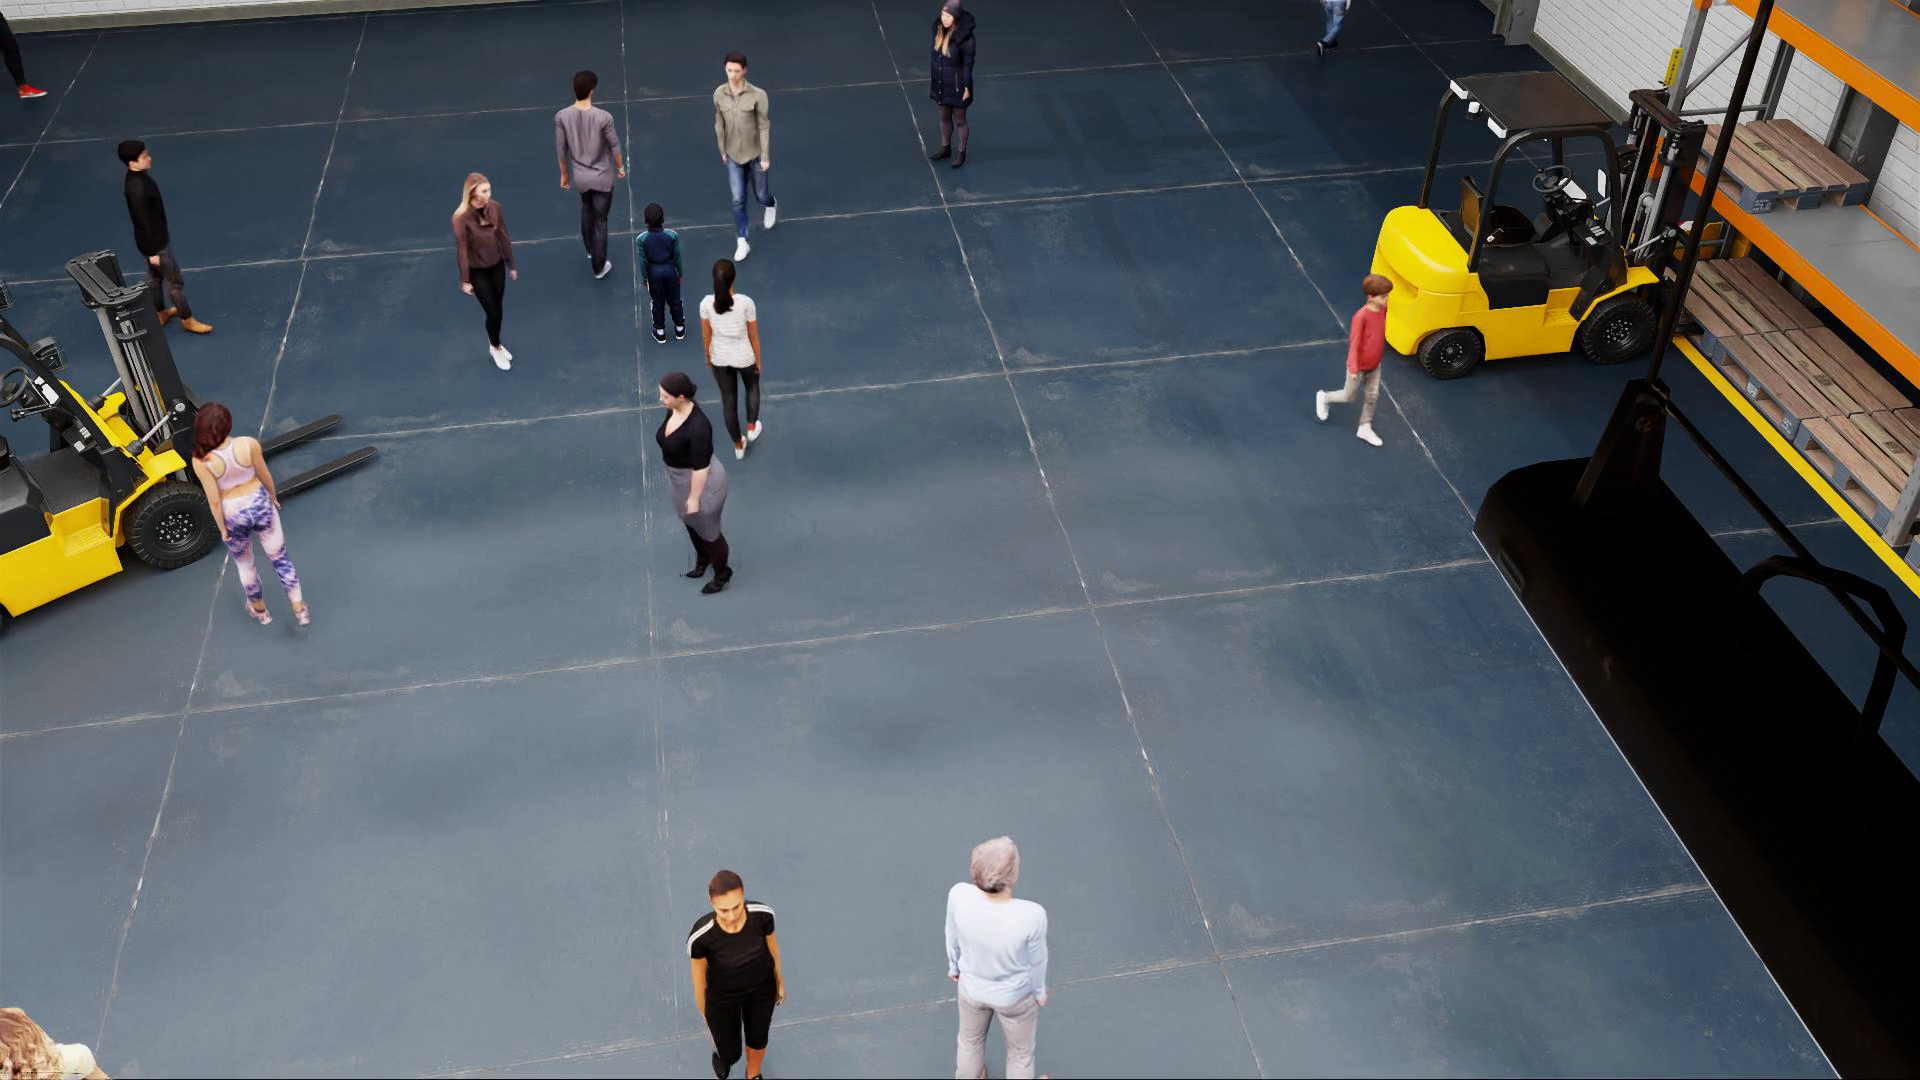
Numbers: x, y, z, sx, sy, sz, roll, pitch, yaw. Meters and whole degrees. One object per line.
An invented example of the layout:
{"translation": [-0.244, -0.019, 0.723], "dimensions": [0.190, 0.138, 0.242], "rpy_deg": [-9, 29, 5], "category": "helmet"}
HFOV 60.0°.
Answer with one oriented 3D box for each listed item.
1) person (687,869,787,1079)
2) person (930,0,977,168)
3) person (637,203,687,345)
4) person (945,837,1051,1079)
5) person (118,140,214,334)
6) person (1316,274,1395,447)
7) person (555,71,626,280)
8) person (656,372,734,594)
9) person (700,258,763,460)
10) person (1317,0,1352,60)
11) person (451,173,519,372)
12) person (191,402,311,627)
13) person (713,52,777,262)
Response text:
{"translation": [-1.090, 2.112, 8.057], "dimensions": [0.680, 1.656, 0.756], "rpy_deg": [-17, 42, -20], "category": "person"}
{"translation": [-0.069, -4.498, 16.319], "dimensions": [0.792, 1.674, 0.859], "rpy_deg": [26, 46, 29], "category": "person"}
{"translation": [-2.478, -2.223, 13.806], "dimensions": [0.521, 1.256, 0.505], "rpy_deg": [-11, 40, -14], "category": "person"}
{"translation": [0.176, 2.111, 7.871], "dimensions": [0.747, 1.889, 0.754], "rpy_deg": [14, 41, 16], "category": "person"}
{"translation": [-6.732, -2.516, 13.813], "dimensions": [0.827, 1.705, 0.701], "rpy_deg": [-21, 43, -24], "category": "person"}
{"translation": [3.024, -1.398, 12.655], "dimensions": [0.720, 1.401, 0.910], "rpy_deg": [-24, 44, -27], "category": "person"}
{"translation": [-3.224, -3.127, 14.485], "dimensions": [0.822, 1.821, 0.896], "rpy_deg": [5, 39, 7], "category": "person"}
{"translation": [-1.731, -0.376, 11.101], "dimensions": [0.833, 1.746, 0.689], "rpy_deg": [-20, 43, -23], "category": "person"}
{"translation": [-1.686, -1.300, 12.347], "dimensions": [0.632, 1.634, 0.697], "rpy_deg": [0, 39, -1], "category": "person"}
{"translation": [4.164, -6.003, 18.547], "dimensions": [0.794, 1.246, 0.814], "rpy_deg": [29, 47, 31], "category": "person"}
{"translation": [-3.875, -2.203, 13.435], "dimensions": [0.808, 1.687, 0.757], "rpy_deg": [28, 46, 30], "category": "person"}
{"translation": [-4.601, -0.147, 10.795], "dimensions": [0.733, 1.770, 0.798], "rpy_deg": [-26, 45, -28], "category": "person"}
{"translation": [-1.876, -3.496, 14.928], "dimensions": [0.955, 1.844, 1.219], "rpy_deg": [7, 39, 9], "category": "person"}
